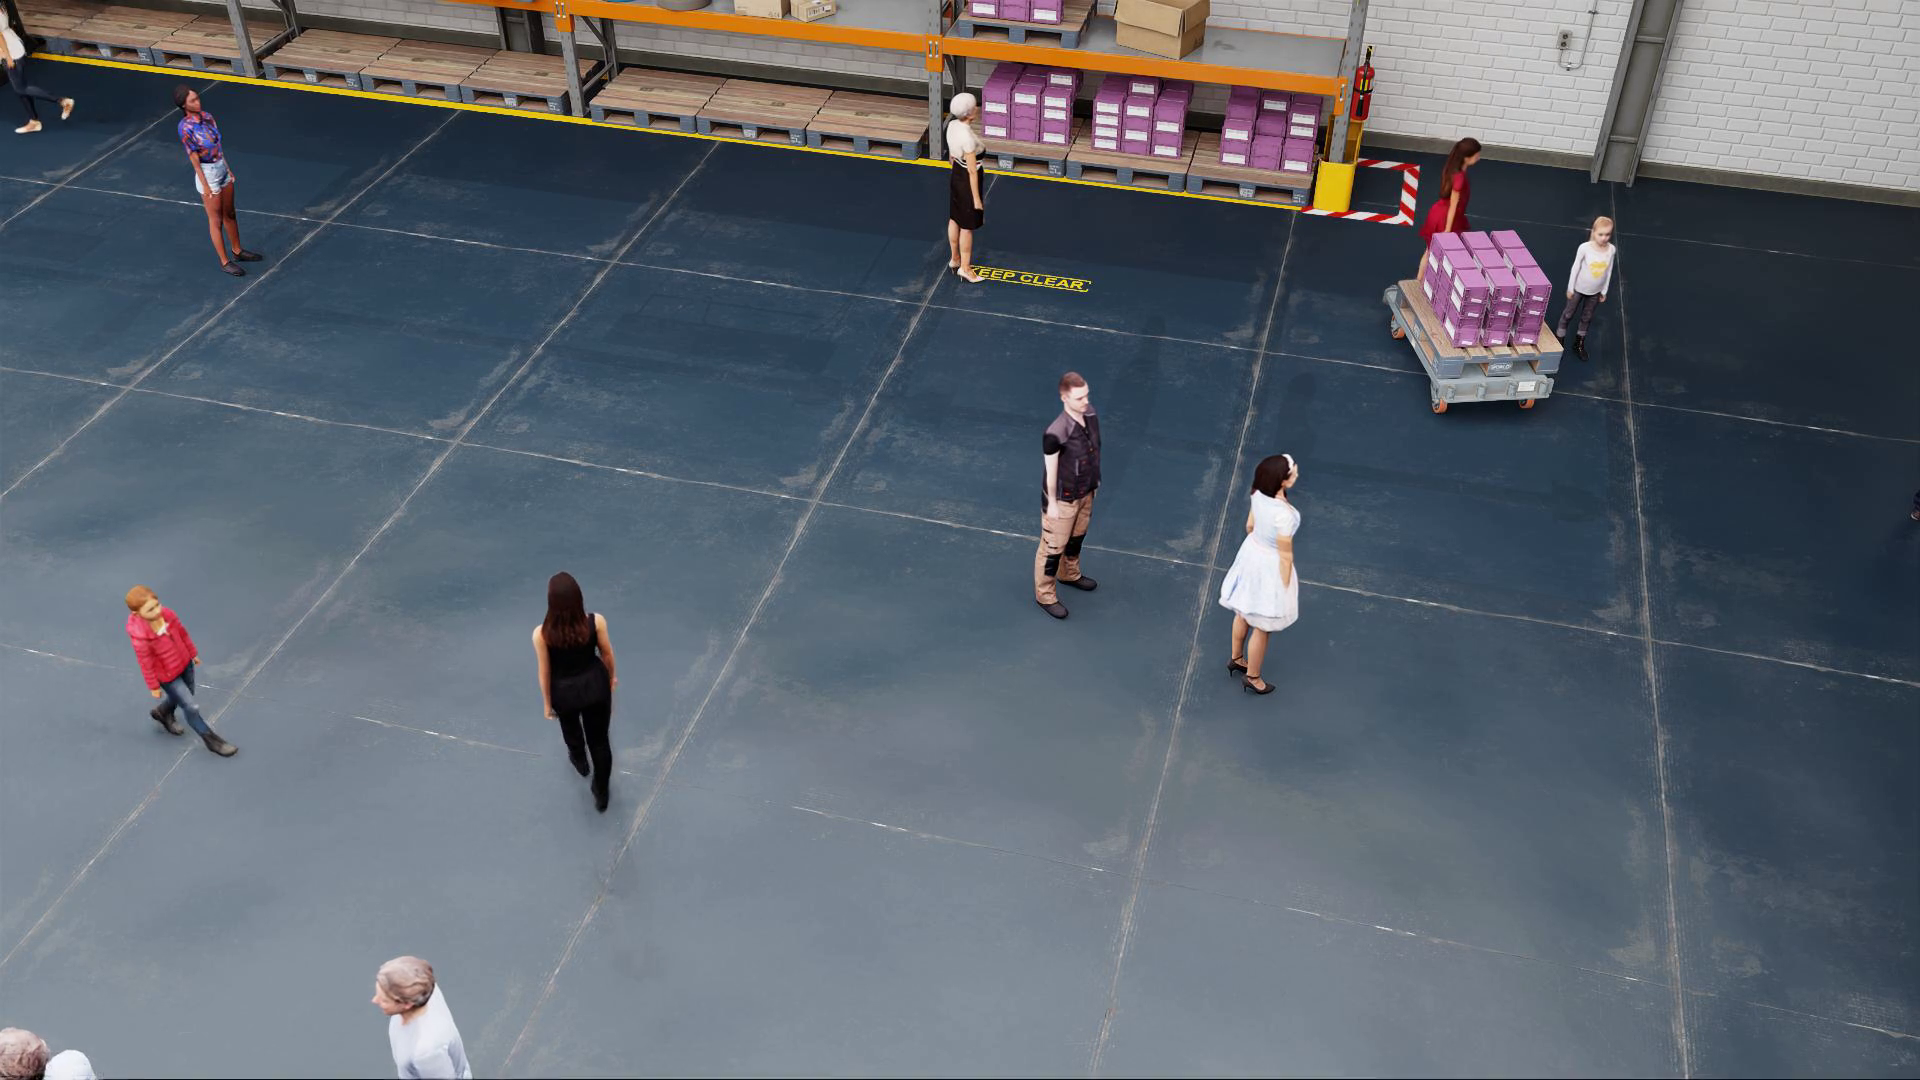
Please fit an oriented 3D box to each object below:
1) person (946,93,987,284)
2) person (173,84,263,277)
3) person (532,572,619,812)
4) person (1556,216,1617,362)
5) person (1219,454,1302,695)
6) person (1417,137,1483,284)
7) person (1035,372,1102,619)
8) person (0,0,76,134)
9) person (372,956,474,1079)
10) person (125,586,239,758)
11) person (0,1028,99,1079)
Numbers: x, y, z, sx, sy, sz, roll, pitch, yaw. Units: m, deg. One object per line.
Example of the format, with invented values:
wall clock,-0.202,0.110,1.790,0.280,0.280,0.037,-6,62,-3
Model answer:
person,0.036,-3.105,14.680,0.740,1.756,0.710,-15,41,-18
person,-6.671,-3.226,14.842,0.521,1.742,0.592,8,39,9
person,-2.197,0.940,9.683,0.871,1.672,0.906,-13,40,-16
person,5.200,-2.097,13.800,0.503,1.279,0.602,0,39,0
person,1.917,0.215,10.475,0.907,1.816,0.856,-14,41,-17
person,4.168,-2.776,14.443,0.711,1.538,0.704,0,39,0
person,0.718,-0.347,11.158,0.726,1.842,0.758,25,45,28
person,-9.652,-5.043,17.107,0.982,1.756,0.885,-14,41,-17
person,-2.347,2.502,7.550,0.794,1.893,0.751,-16,41,-19
person,-4.867,0.783,10.179,0.859,1.296,0.526,11,40,13
person,-3.785,2.787,7.252,0.726,1.819,0.749,17,42,20
